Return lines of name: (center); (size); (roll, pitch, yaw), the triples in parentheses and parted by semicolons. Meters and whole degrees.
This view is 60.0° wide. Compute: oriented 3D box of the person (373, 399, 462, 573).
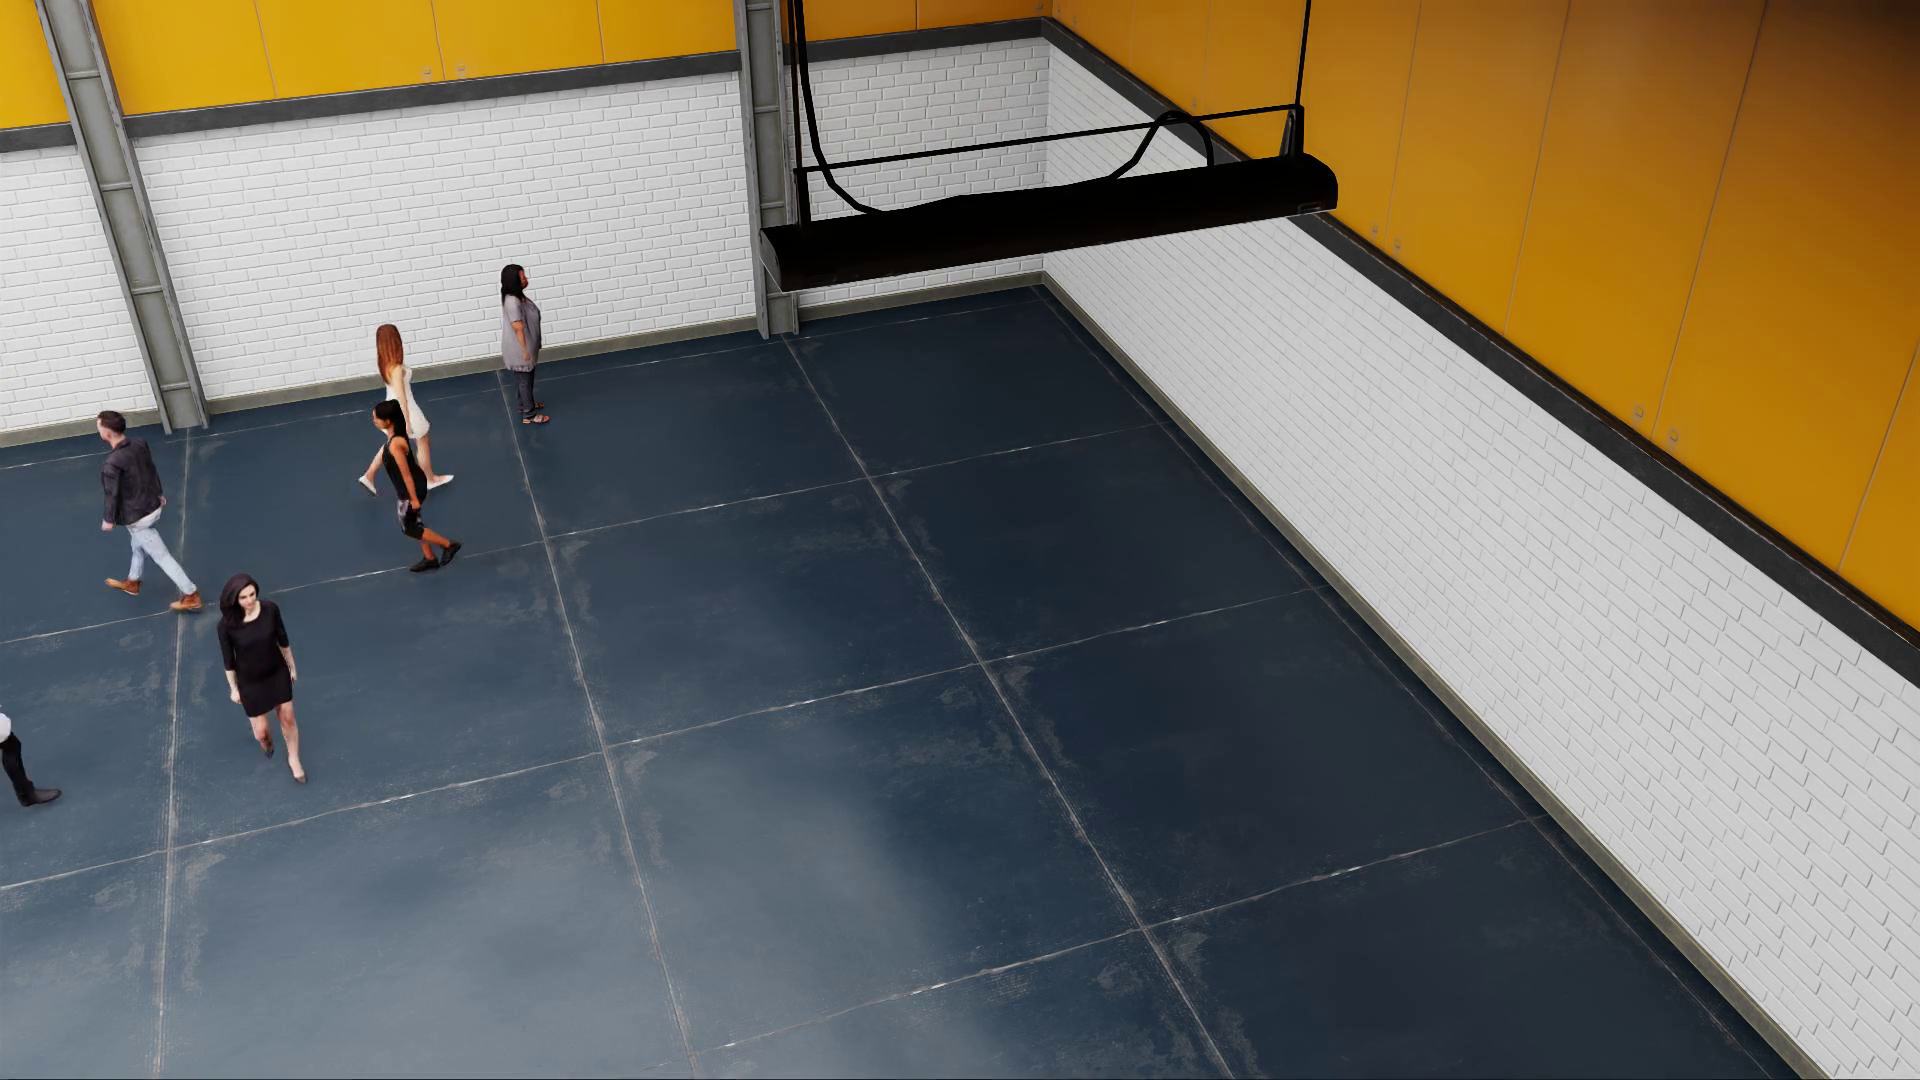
person: (-4.492, -0.443, 13.843); (0.702, 1.657, 0.622); (-10, 35, -14)

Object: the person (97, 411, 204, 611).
person: (-6.482, -0.192, 13.332); (1.193, 1.804, 0.961); (2, 34, 3)

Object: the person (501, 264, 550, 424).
person: (-4.262, -1.920, 16.108); (0.643, 1.609, 0.628); (-13, 36, -19)

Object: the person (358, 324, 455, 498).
person: (-5.066, -1.114, 14.823); (1.126, 1.689, 0.779); (-22, 40, -30)

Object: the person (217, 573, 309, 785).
person: (-4.888, 0.953, 11.620); (0.750, 1.792, 0.802); (-25, 41, -33)
